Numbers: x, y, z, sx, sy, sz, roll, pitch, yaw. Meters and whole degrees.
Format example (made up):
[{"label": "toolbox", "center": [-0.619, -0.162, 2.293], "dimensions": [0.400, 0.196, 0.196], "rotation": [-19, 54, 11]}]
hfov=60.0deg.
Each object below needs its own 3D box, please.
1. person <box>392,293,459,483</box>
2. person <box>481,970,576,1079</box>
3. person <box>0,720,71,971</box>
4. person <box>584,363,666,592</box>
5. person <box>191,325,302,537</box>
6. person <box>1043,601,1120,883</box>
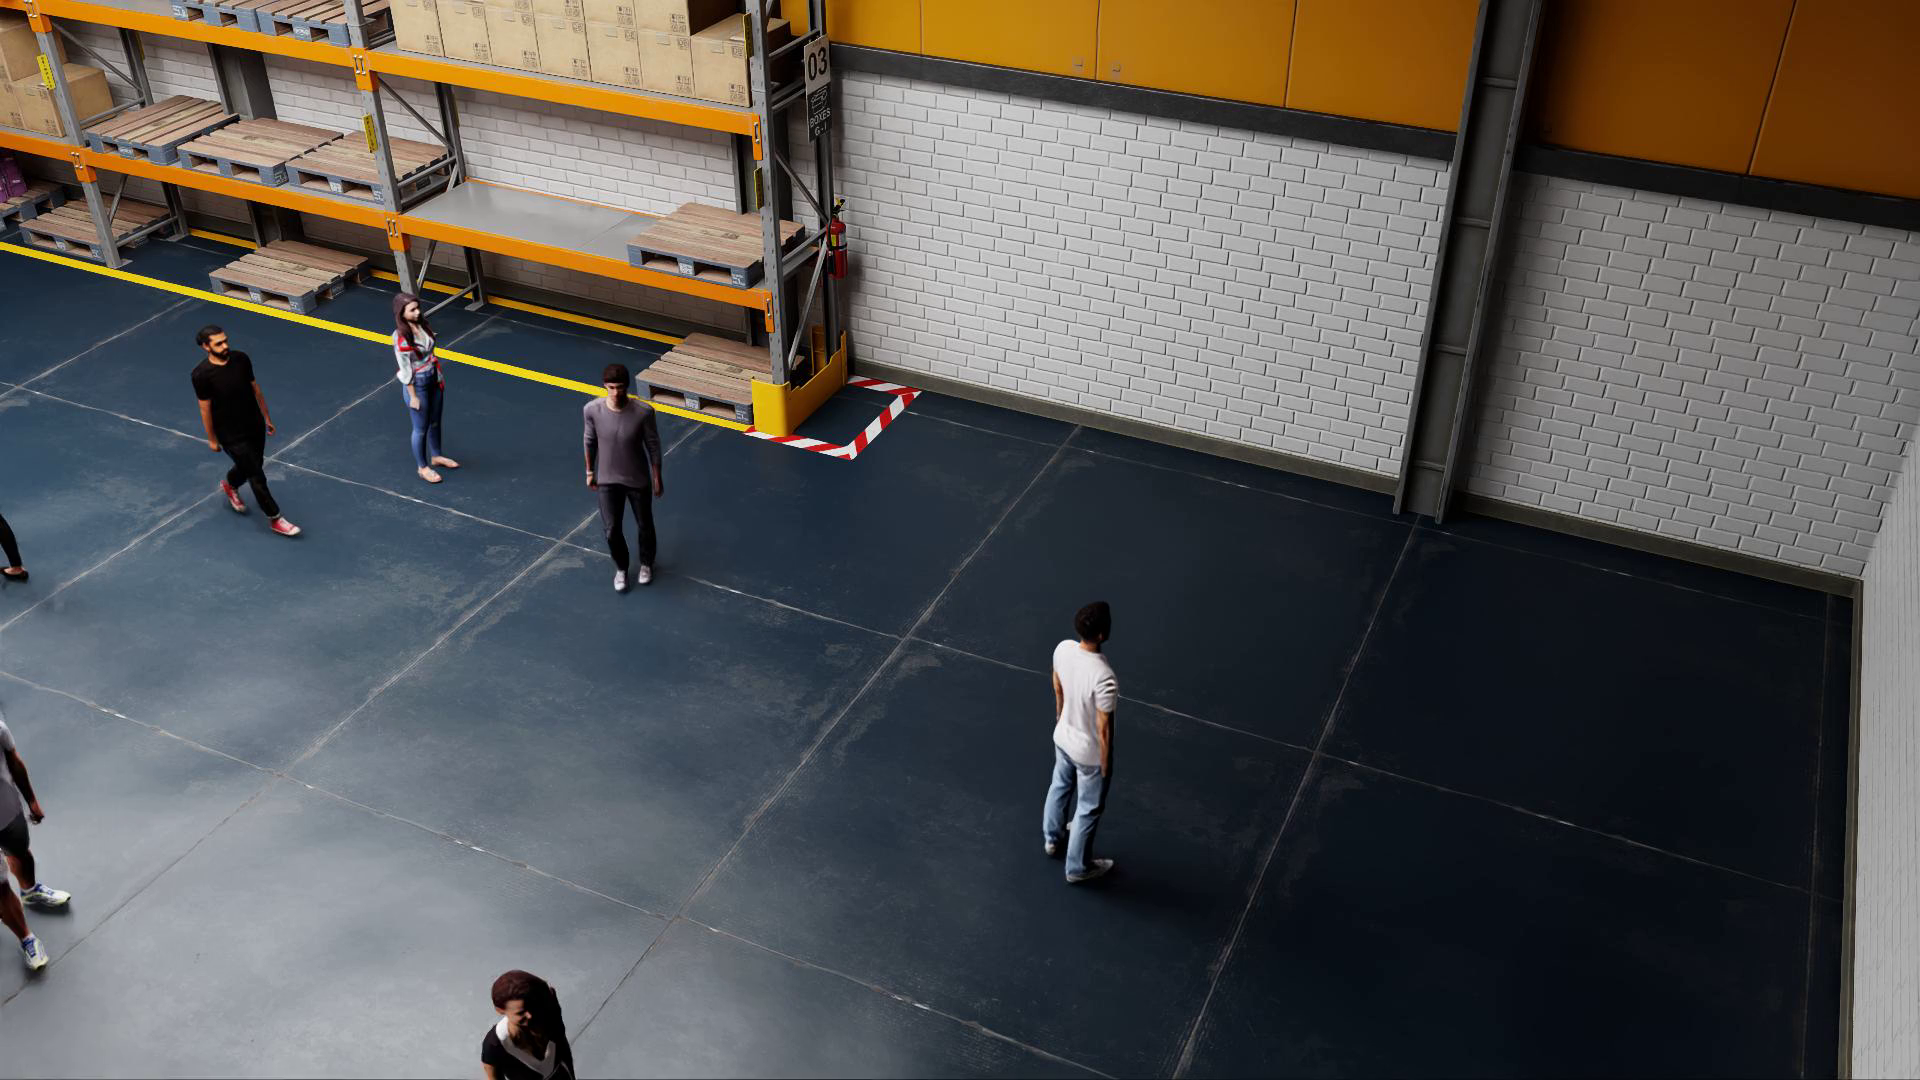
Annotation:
[{"label": "person", "center": [-4.351, -1.252, 13.433], "dimensions": [0.526, 1.611, 0.611], "rotation": [11, 35, 16]}, {"label": "person", "center": [-1.944, 2.557, 7.547], "dimensions": [0.816, 1.782, 0.677], "rotation": [22, 39, 29]}, {"label": "person", "center": [-5.371, 1.480, 9.133], "dimensions": [0.976, 1.820, 0.803], "rotation": [21, 39, 28]}, {"label": "person", "center": [-2.433, -0.511, 12.108], "dimensions": [0.775, 1.843, 0.903], "rotation": [-2, 34, -3]}, {"label": "person", "center": [-5.567, -0.870, 12.748], "dimensions": [1.133, 1.732, 0.689], "rotation": [17, 37, 24]}, {"label": "person", "center": [0.703, 1.158, 9.585], "dimensions": [0.823, 1.855, 0.719], "rotation": [-18, 38, -25]}]
